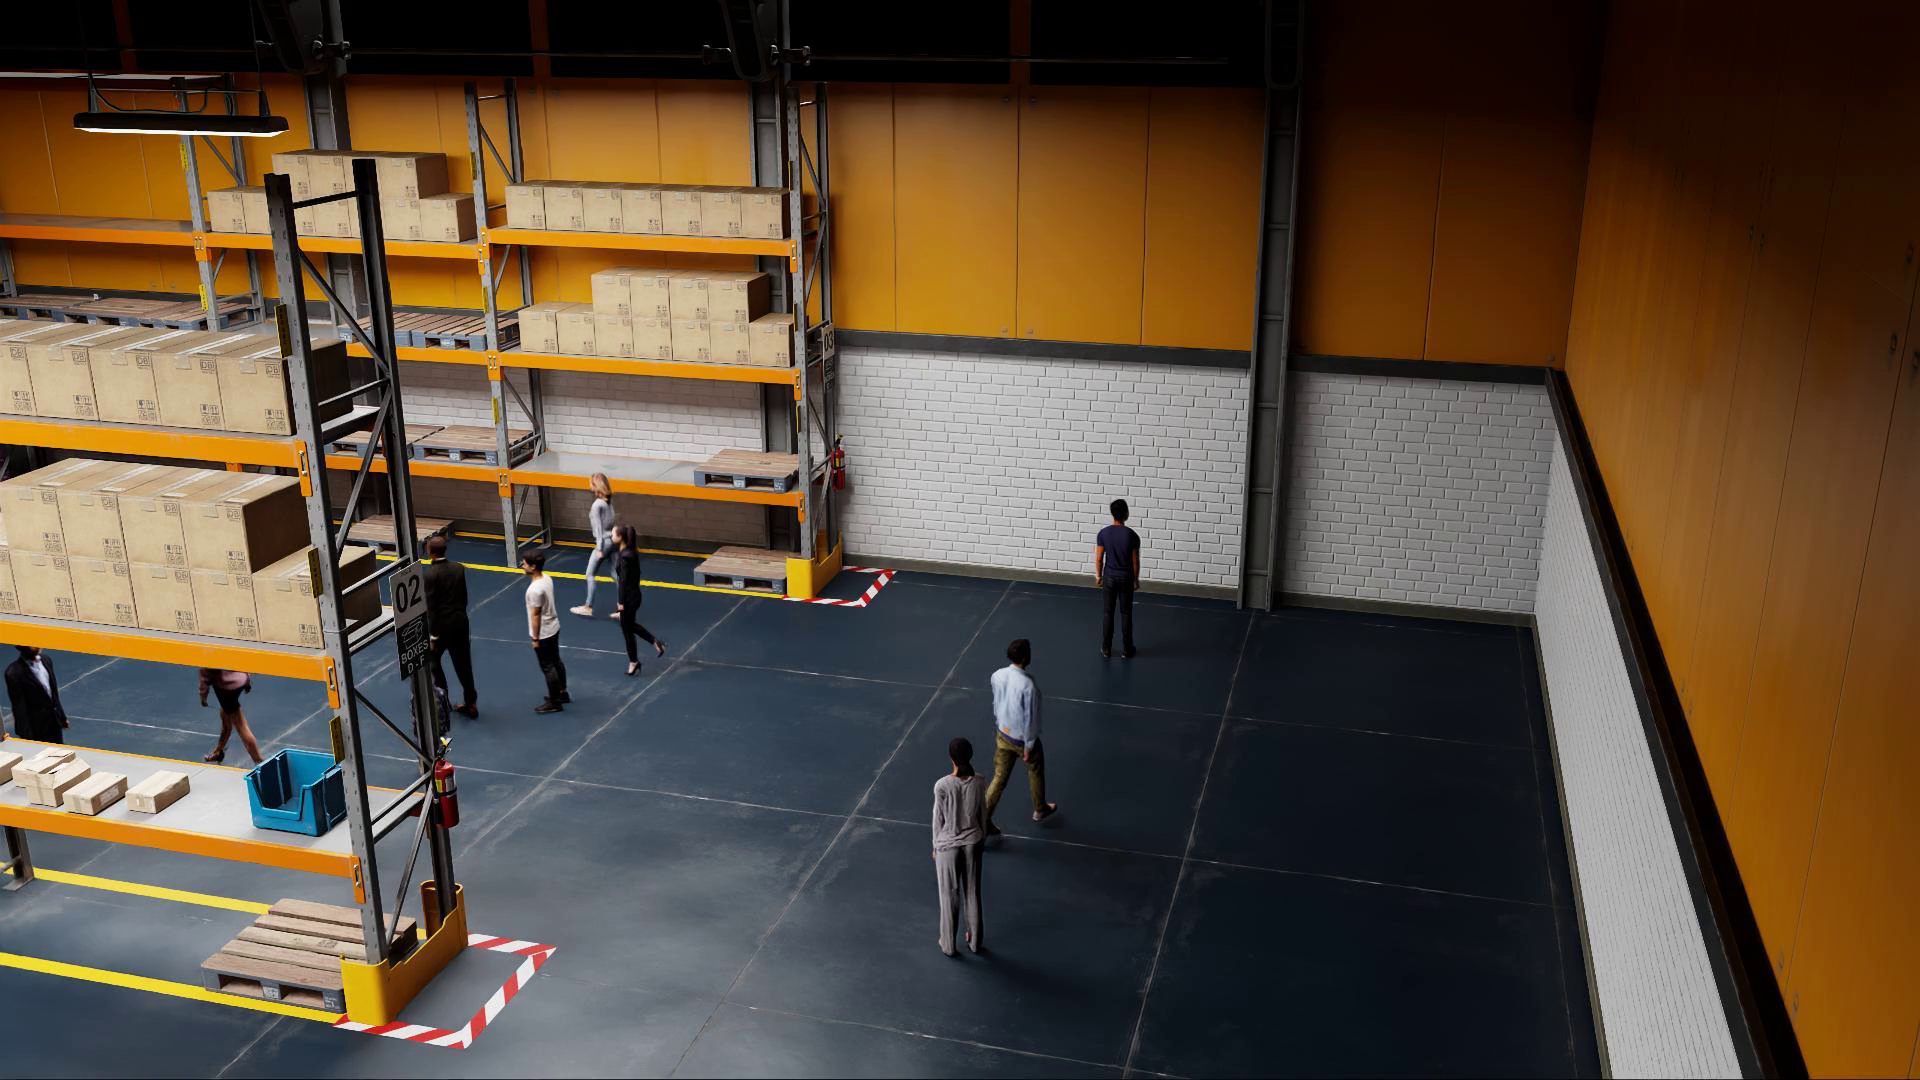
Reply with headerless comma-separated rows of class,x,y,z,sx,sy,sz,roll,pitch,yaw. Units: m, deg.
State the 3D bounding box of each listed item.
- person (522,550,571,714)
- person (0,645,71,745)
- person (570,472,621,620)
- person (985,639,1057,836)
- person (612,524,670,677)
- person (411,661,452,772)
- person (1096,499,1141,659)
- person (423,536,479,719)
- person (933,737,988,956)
person,-4.215,0.906,16.920,0.620,1.714,0.680,1,19,2
person,-8.098,1.624,14.652,0.583,1.800,0.692,4,19,11
person,-4.013,0.102,19.216,0.945,1.771,0.624,5,19,15
person,0.429,1.743,14.345,1.232,1.770,1.128,18,25,42
person,-3.428,0.639,17.736,0.860,1.698,0.757,-2,19,-7
person,-4.888,1.688,15.342,0.755,1.239,0.830,-12,22,-32
person,1.730,0.425,18.229,0.474,1.789,0.704,4,19,11
person,-5.062,0.910,16.649,0.912,1.880,0.903,12,22,33
person,0.000,2.327,12.612,0.634,1.770,0.728,-7,20,-19
